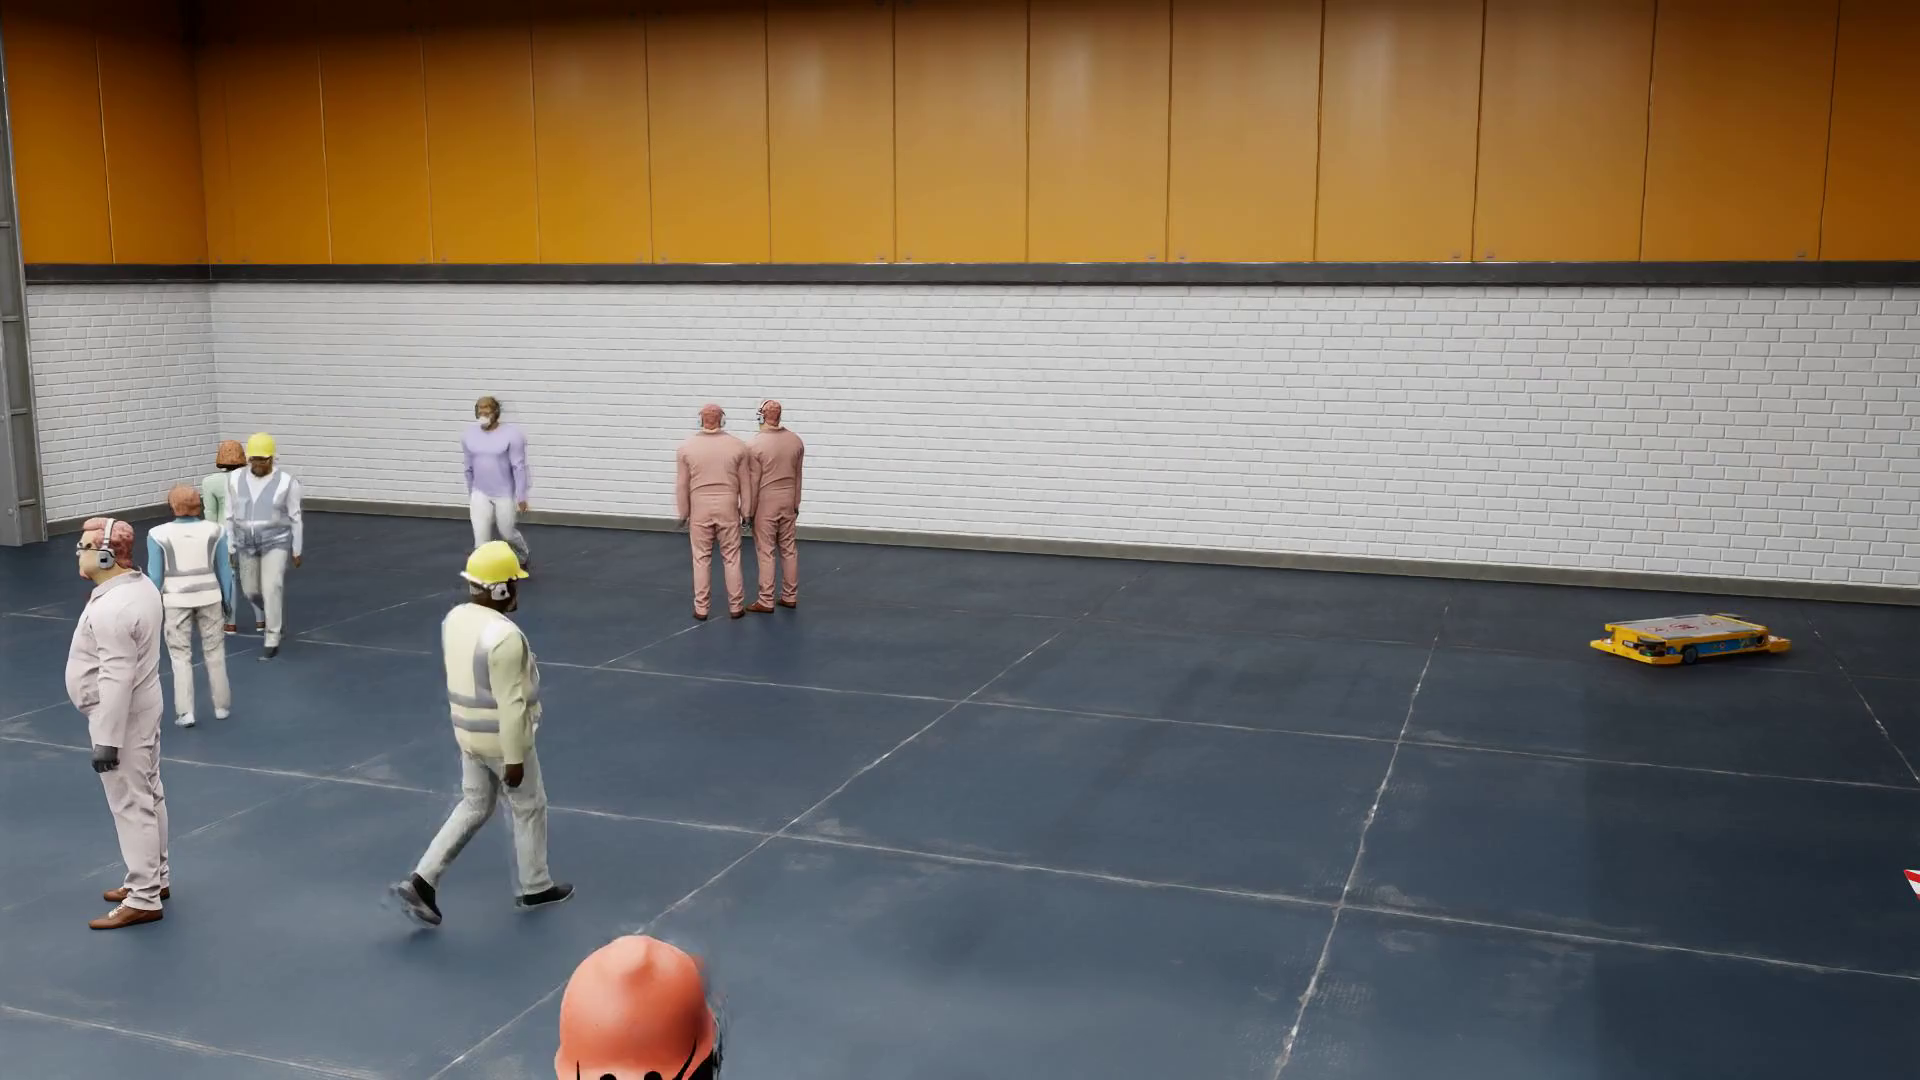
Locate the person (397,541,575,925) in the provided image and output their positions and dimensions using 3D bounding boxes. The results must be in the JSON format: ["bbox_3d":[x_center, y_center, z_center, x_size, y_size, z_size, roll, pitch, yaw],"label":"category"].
[{"bbox_3d":[-2.214,0.900,7.711,0.598,1.805,0.792,9,12,43],"label":"person"}]

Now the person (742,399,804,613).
[{"bbox_3d":[-1.693,-0.301,14.855,0.409,1.908,0.639,8,12,42],"label":"person"}]

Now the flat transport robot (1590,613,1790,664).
[{"bbox_3d":[5.811,0.776,13.229,1.431,0.197,0.652,-4,10,-22],"label":"flat transport robot"}]

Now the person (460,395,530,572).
[{"bbox_3d":[-4.376,-0.446,15.799,0.637,1.904,0.895,1,9,7],"label":"person"}]

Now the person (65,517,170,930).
[{"bbox_3d":[-3.926,0.840,7.759,0.411,1.913,0.643,-3,10,-16],"label":"person"}]

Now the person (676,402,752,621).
[{"bbox_3d":[-2.143,-0.248,14.524,0.651,1.906,0.403,-2,9,-11],"label":"person"}]

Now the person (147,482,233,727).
[{"bbox_3d":[-5.140,0.432,11.142,0.521,1.641,0.312,-6,11,-33],"label":"person"}]

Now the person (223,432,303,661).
[{"bbox_3d":[-5.508,0.018,13.236,0.579,1.798,0.768,0,9,-2],"label":"person"}]

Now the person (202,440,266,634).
[{"bbox_3d":[-6.079,-0.027,13.998,0.499,1.633,0.286,-5,10,-28],"label":"person"}]

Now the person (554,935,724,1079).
[{"bbox_3d":[-0.477,1.598,2.830,0.631,2.000,1.040,-2,9,-9],"label":"person"}]
